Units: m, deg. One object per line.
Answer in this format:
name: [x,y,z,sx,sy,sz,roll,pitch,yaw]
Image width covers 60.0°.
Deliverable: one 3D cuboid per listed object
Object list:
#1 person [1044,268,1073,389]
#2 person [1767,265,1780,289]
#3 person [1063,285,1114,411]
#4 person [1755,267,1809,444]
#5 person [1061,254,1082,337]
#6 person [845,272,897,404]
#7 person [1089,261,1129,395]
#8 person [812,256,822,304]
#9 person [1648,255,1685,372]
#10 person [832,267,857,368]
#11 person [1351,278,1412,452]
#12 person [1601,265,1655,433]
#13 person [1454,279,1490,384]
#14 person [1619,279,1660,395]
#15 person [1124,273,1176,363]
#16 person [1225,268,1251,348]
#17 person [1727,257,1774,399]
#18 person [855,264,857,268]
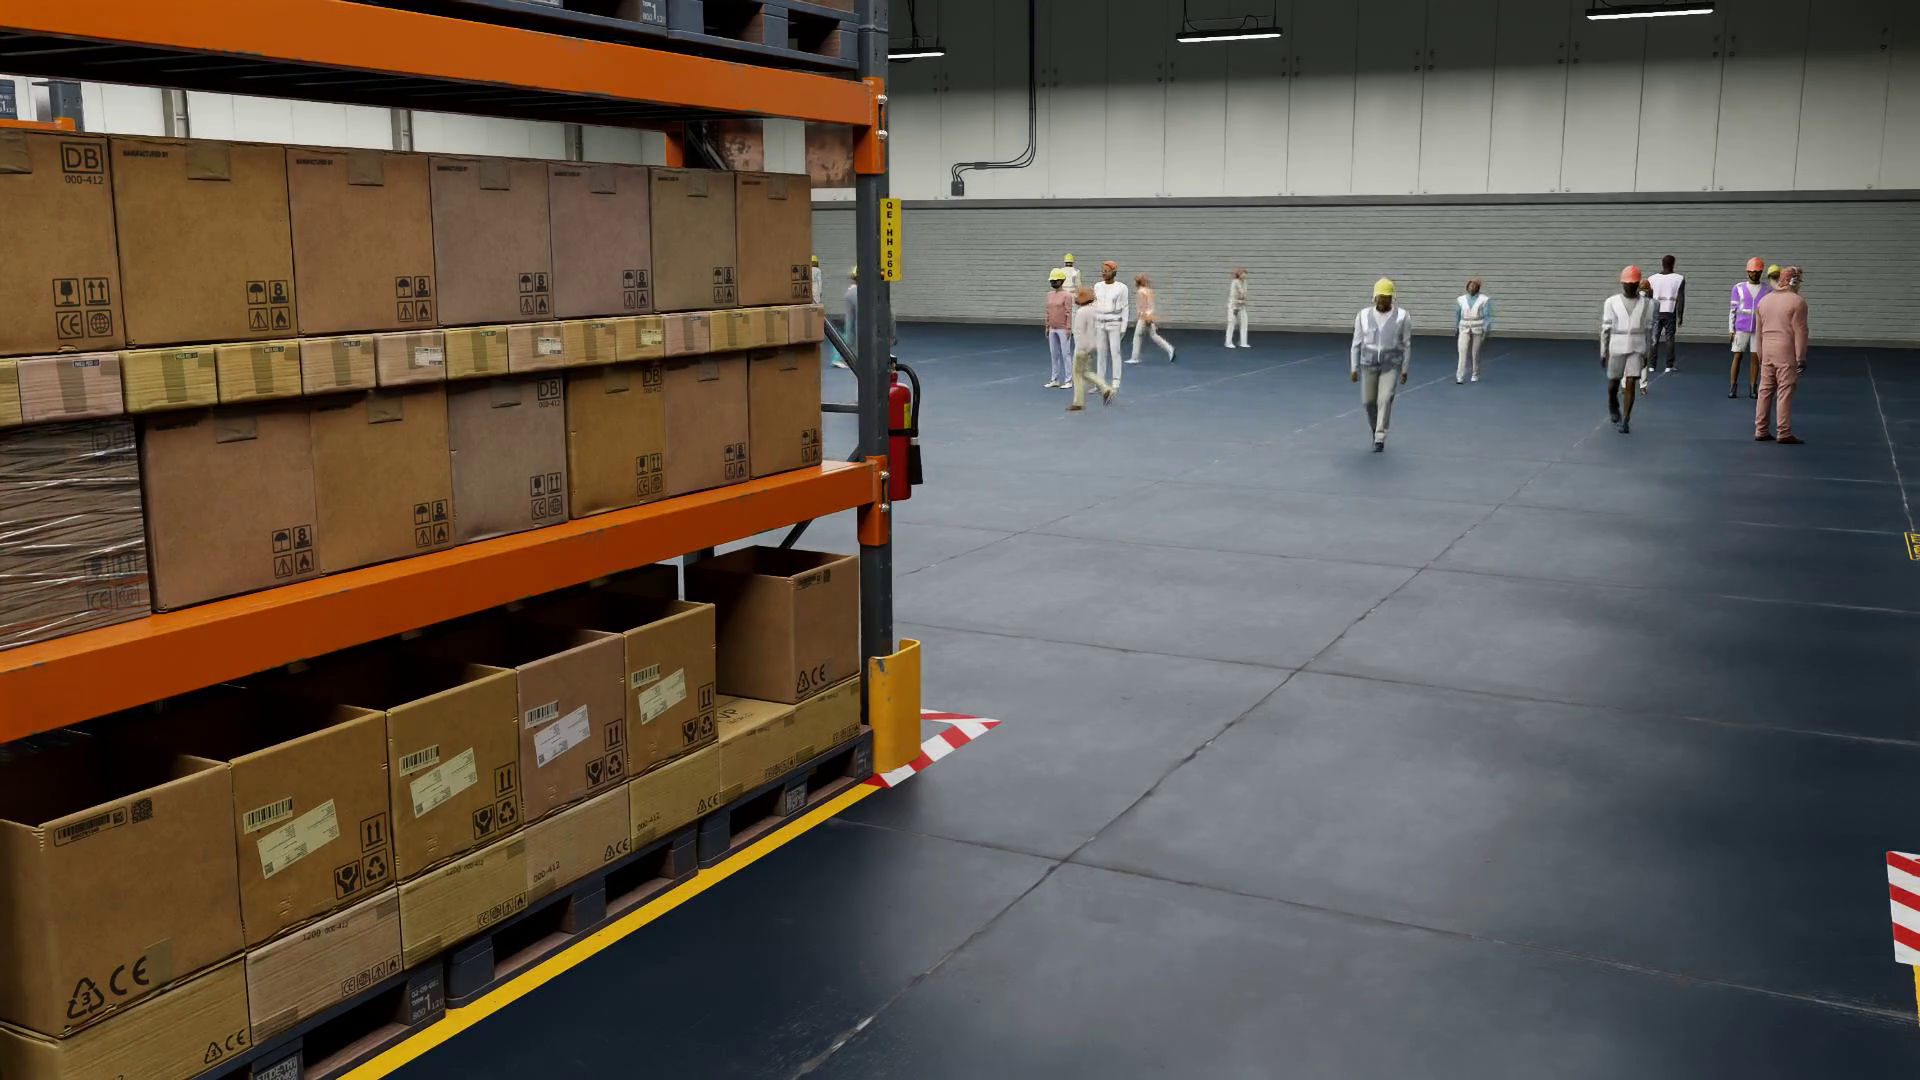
person: [1.438,-3.099,24.427,0.350,1.759,0.522,-9,14,-40]
person: [13.397,-3.661,27.461,0.550,1.753,0.393,5,11,24]
person: [1.628,-2.432,21.164,0.564,1.617,0.505,4,11,22]
person: [8.915,-1.993,18.001,0.407,1.902,0.639,-4,11,-19]
person: [2.408,-5.379,36.637,0.599,1.835,0.404,4,11,19]
person: [-1.211,-2.651,21.669,0.641,1.900,0.986,4,11,21]
person: [2.096,-2.988,23.466,0.573,1.883,0.357,8,13,36]
person: [-3.602,-6.113,40.901,0.485,1.739,0.314,4,11,22]
person: [11.625,-3.734,27.442,0.606,1.915,0.396,7,12,32]
person: [-1.739,-3.753,28.092,0.917,1.724,0.546,-1,10,-3]
person: [4.421,-1.849,17.462,0.603,1.809,0.758,4,11,22]
person: [7.637,-2.193,19.070,0.544,1.917,0.693,4,11,19]
person: [7.791,-3.176,25.307,0.528,1.586,0.875,5,12,25]
person: [9.599,-2.871,23.517,0.499,1.632,0.283,4,11,23]
person: [3.335,-3.865,29.053,0.819,1.593,0.531,4,11,20]
person: [5.517,-4.586,32.944,0.530,1.588,0.702,-9,14,-40]
person: [10.880,-2.911,22.900,0.545,1.938,0.355,3,11,18]
person: [-2.320,-6.174,40.764,0.408,1.913,0.641,-5,11,-24]
